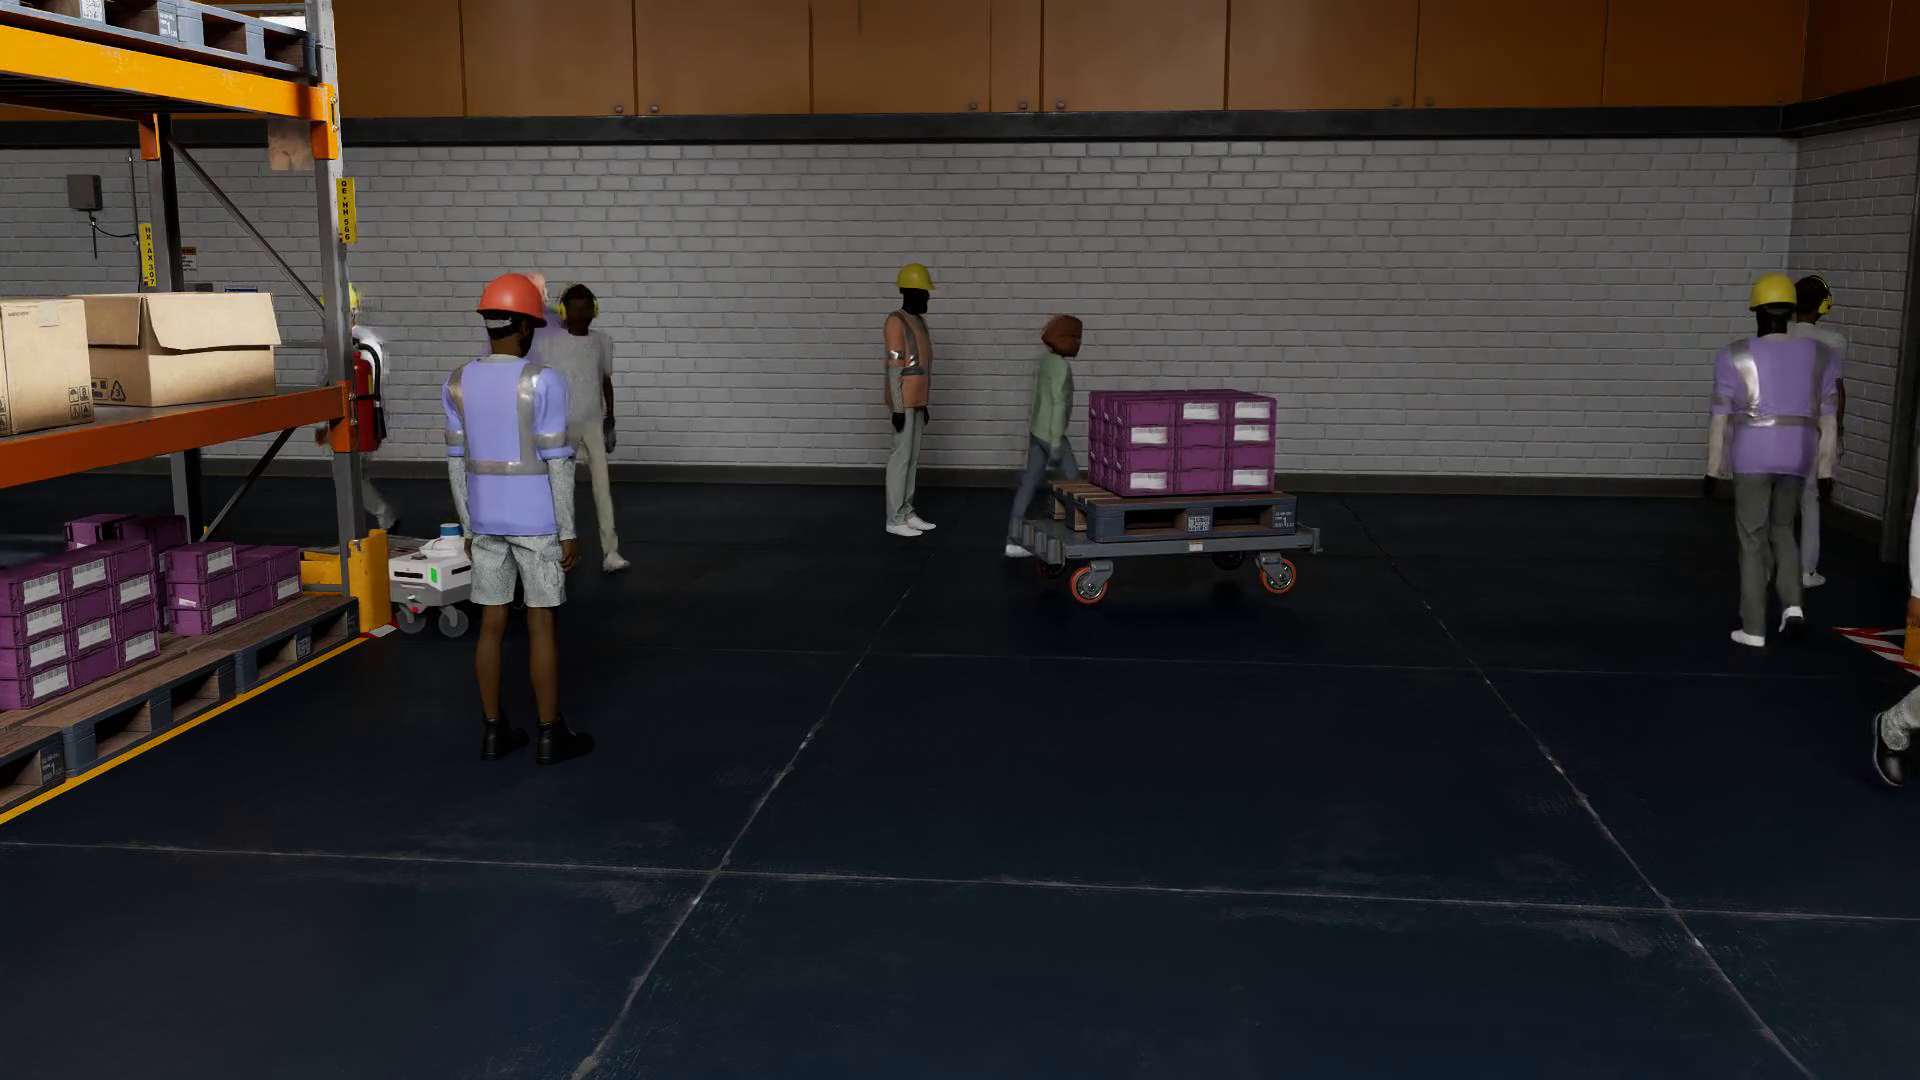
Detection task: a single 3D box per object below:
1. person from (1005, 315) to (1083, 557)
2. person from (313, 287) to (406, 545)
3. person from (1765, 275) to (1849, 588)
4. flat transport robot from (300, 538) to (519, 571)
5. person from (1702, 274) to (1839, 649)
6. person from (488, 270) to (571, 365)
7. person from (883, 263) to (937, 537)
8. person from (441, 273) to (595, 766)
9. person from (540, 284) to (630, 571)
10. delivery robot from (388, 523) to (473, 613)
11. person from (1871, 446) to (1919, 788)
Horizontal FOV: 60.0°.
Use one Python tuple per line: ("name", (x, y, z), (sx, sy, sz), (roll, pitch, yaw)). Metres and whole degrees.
("person", (0.665, -0.661, 10.857), (0.799, 1.587, 0.605), (-2, 10, -13))
("person", (-4.011, -0.787, 10.950), (0.619, 1.821, 0.434), (9, 14, 43))
("person", (5.032, -0.646, 10.003), (0.538, 1.869, 0.313), (7, 12, 34))
("flat transport robot", (-3.266, 0.158, 9.972), (1.431, 0.197, 0.652), (5, 11, 28))
("person", (4.117, -0.396, 8.493), (0.594, 1.901, 0.493), (0, 10, 2))
("person", (-2.727, -0.804, 10.843), (0.671, 1.888, 0.525), (-3, 10, -16))
("person", (-0.341, -0.993, 11.824), (0.382, 1.924, 0.594), (3, 10, 17))
("person", (-1.734, -0.073, 6.549), (0.542, 1.930, 0.367), (3, 10, 18))
("person", (-2.410, -0.716, 10.602), (0.519, 1.811, 0.933), (-5, 11, -28))
("delivery robot", (-2.724, 0.154, 8.912), (0.477, 0.478, 0.707), (4, 11, 21))
("person", (3.578, 0.119, 5.794), (0.598, 1.816, 0.612), (-1, 10, -7))
